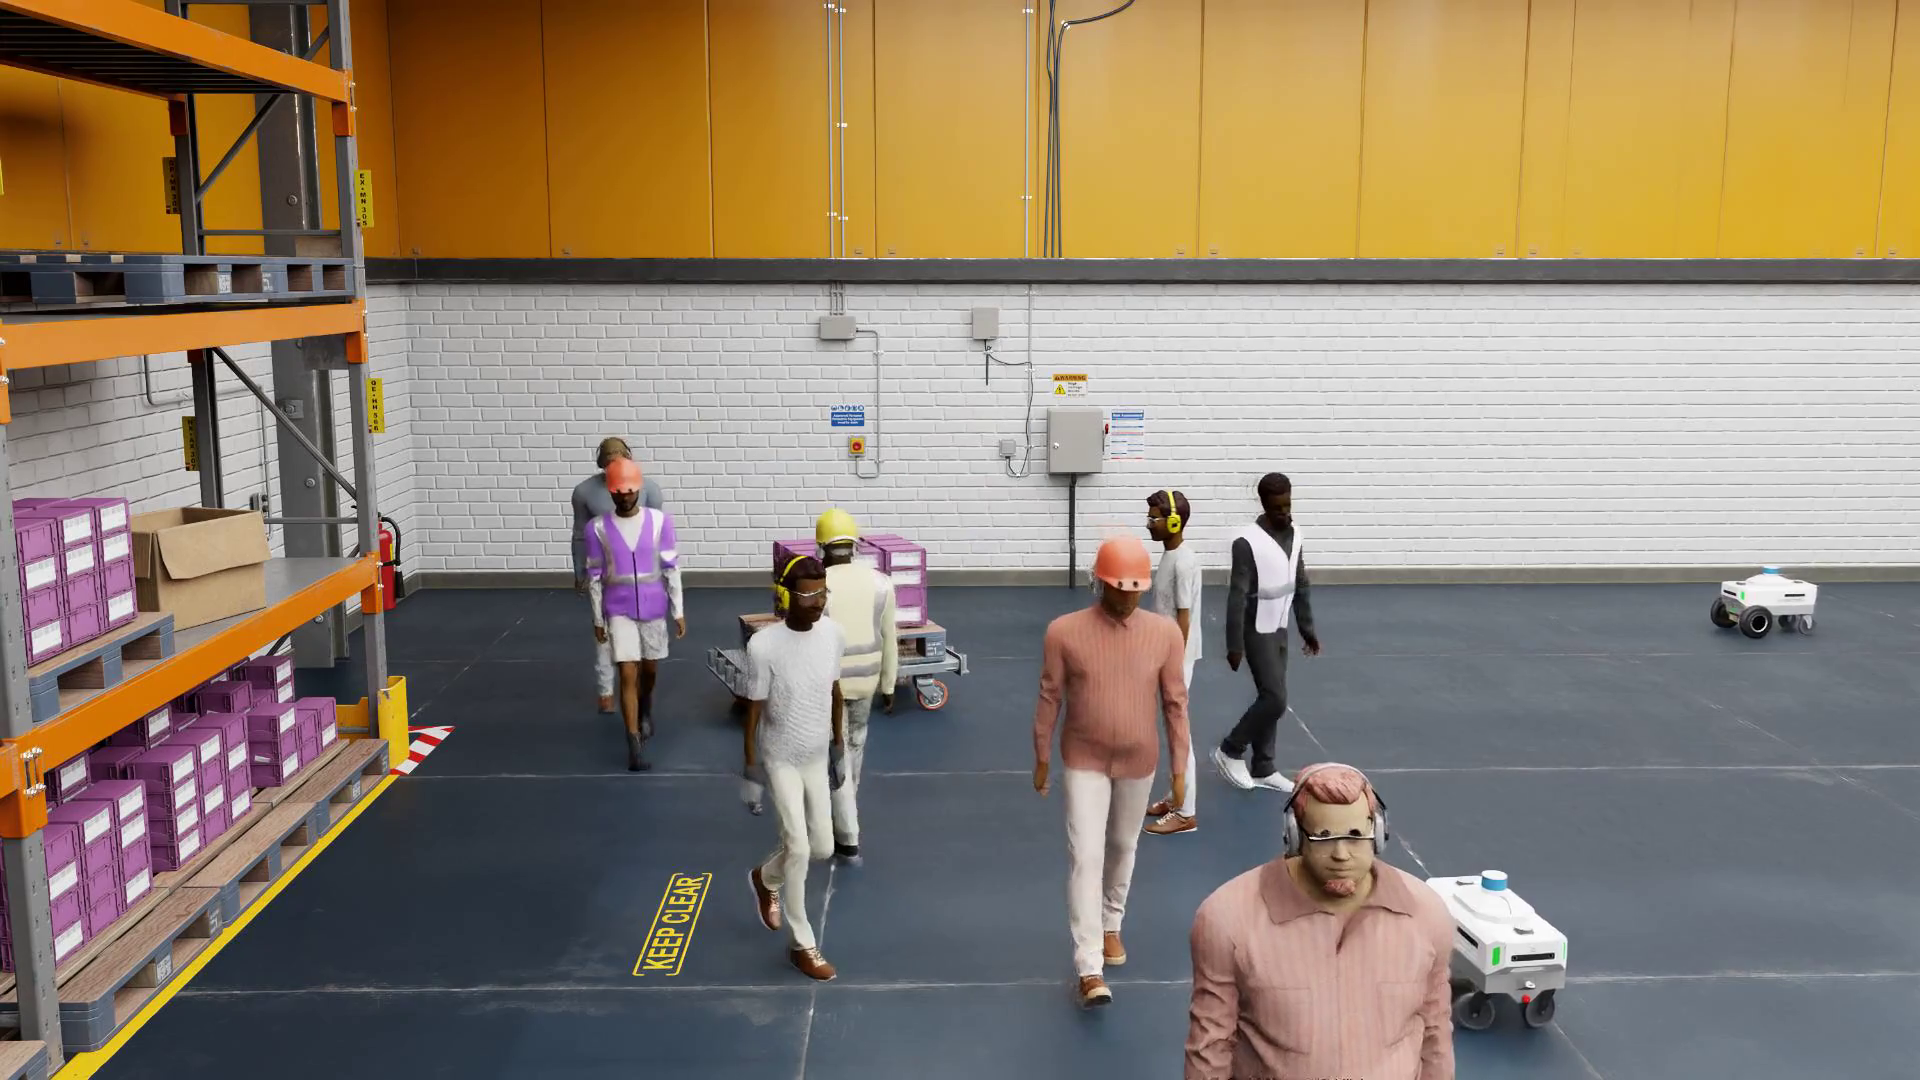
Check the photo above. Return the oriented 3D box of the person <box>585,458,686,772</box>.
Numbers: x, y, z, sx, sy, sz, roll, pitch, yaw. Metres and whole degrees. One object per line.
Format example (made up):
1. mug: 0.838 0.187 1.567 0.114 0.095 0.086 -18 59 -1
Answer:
1. person: -2.029 0.411 10.373 0.595 1.900 0.935 -3 10 -17

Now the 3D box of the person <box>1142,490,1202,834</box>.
1. person: 1.142 0.650 8.999 0.314 1.859 0.509 0 9 0

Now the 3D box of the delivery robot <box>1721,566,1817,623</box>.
1. delivery robot: 6.739 0.461 13.854 0.707 0.478 0.477 -1 9 -7

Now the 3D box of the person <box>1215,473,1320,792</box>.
1. person: 1.771 0.539 9.564 0.459 1.893 0.624 7 11 36

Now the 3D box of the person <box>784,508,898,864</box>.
1. person: -0.682 0.725 8.696 0.616 1.794 0.835 -5 10 -27

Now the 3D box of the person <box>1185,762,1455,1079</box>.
1. person: 0.873 1.452 3.945 0.680 1.906 0.400 -1 9 -5

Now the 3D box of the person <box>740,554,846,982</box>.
1. person: -0.742 0.949 7.221 0.546 1.838 0.623 -8 12 -41

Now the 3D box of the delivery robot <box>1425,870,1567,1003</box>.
1. delivery robot: 2.188 1.605 6.842 0.477 0.478 0.707 -1 9 -9

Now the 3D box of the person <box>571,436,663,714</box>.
1. person: -2.379 0.198 11.622 0.637 1.914 0.796 -1 9 -7

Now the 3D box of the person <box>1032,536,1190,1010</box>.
1. person: 0.652 0.949 6.927 0.641 1.931 1.017 -1 9 -6
